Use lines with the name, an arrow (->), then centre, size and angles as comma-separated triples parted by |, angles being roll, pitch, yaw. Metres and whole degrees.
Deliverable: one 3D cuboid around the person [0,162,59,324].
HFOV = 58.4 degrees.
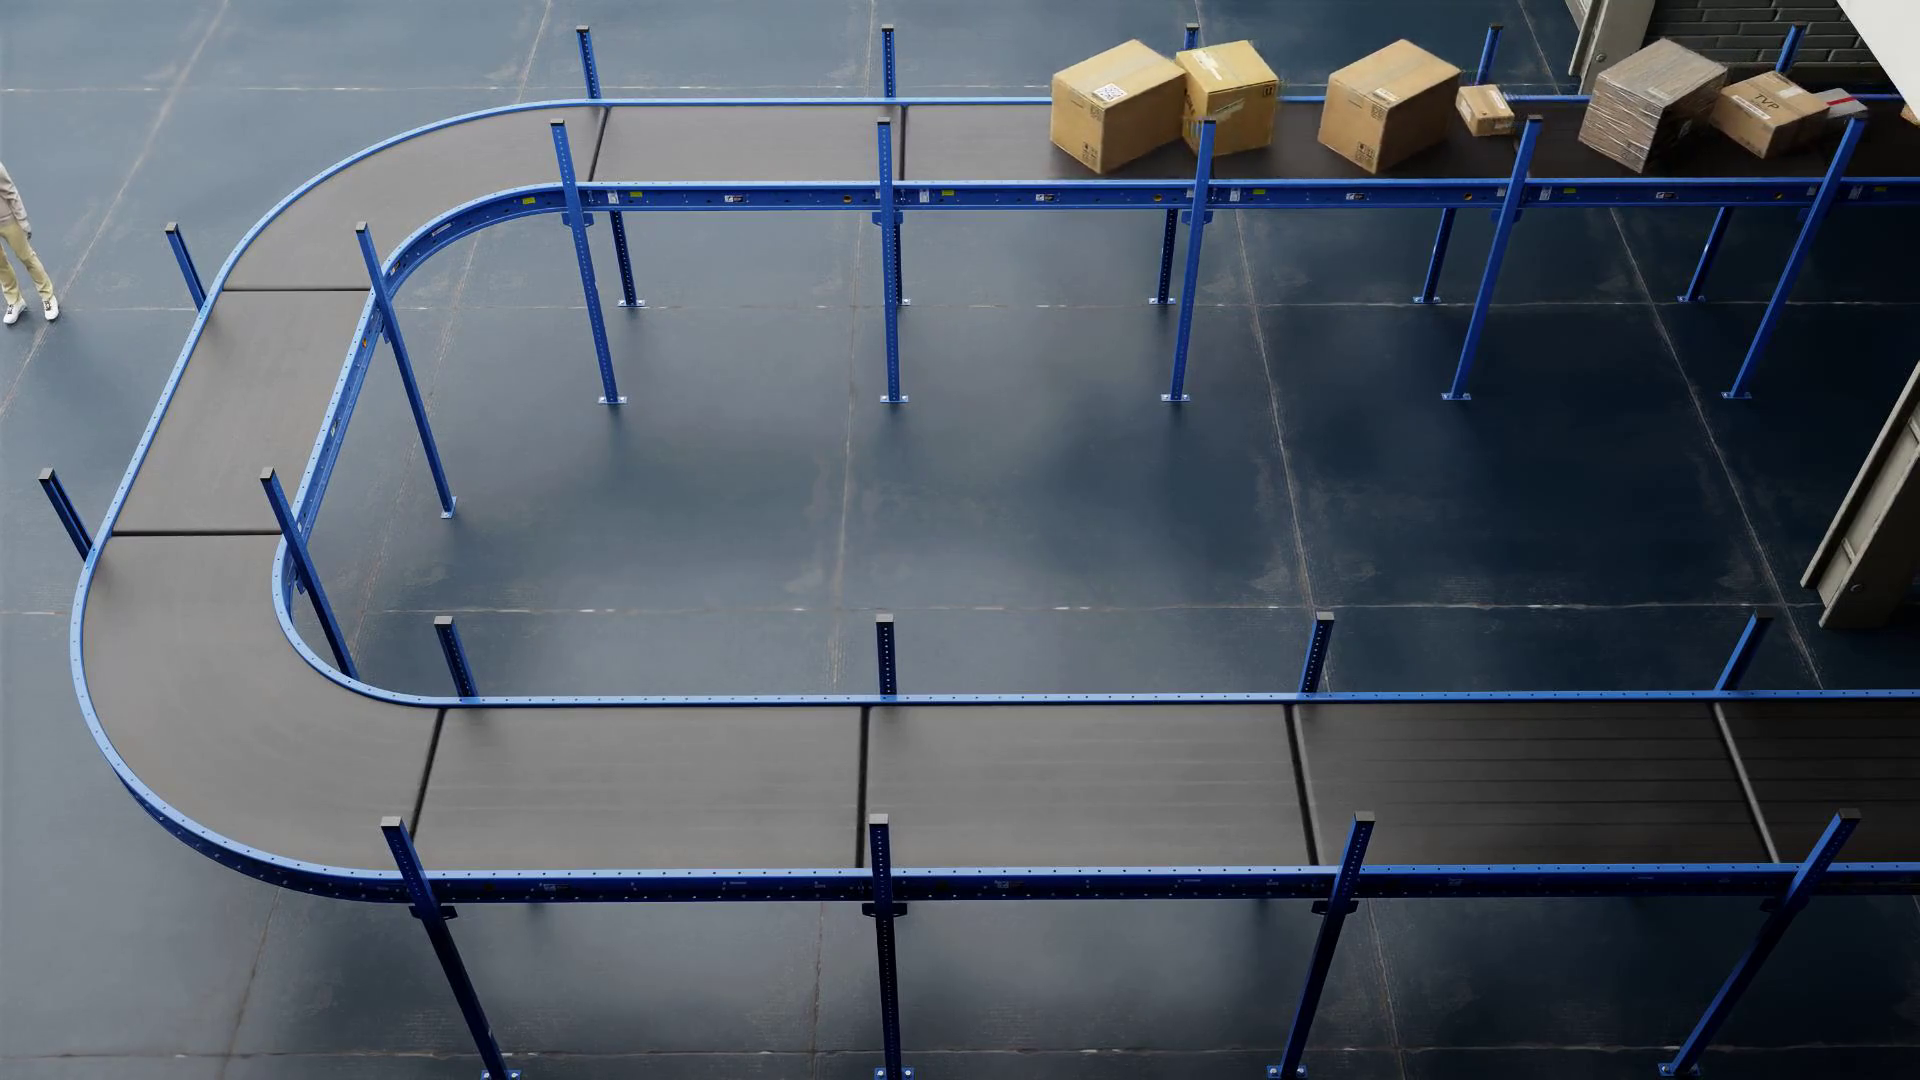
person -> -6.901, -2.257, 12.265 | 0.499, 1.632, 0.285 | -3, 47, -3
